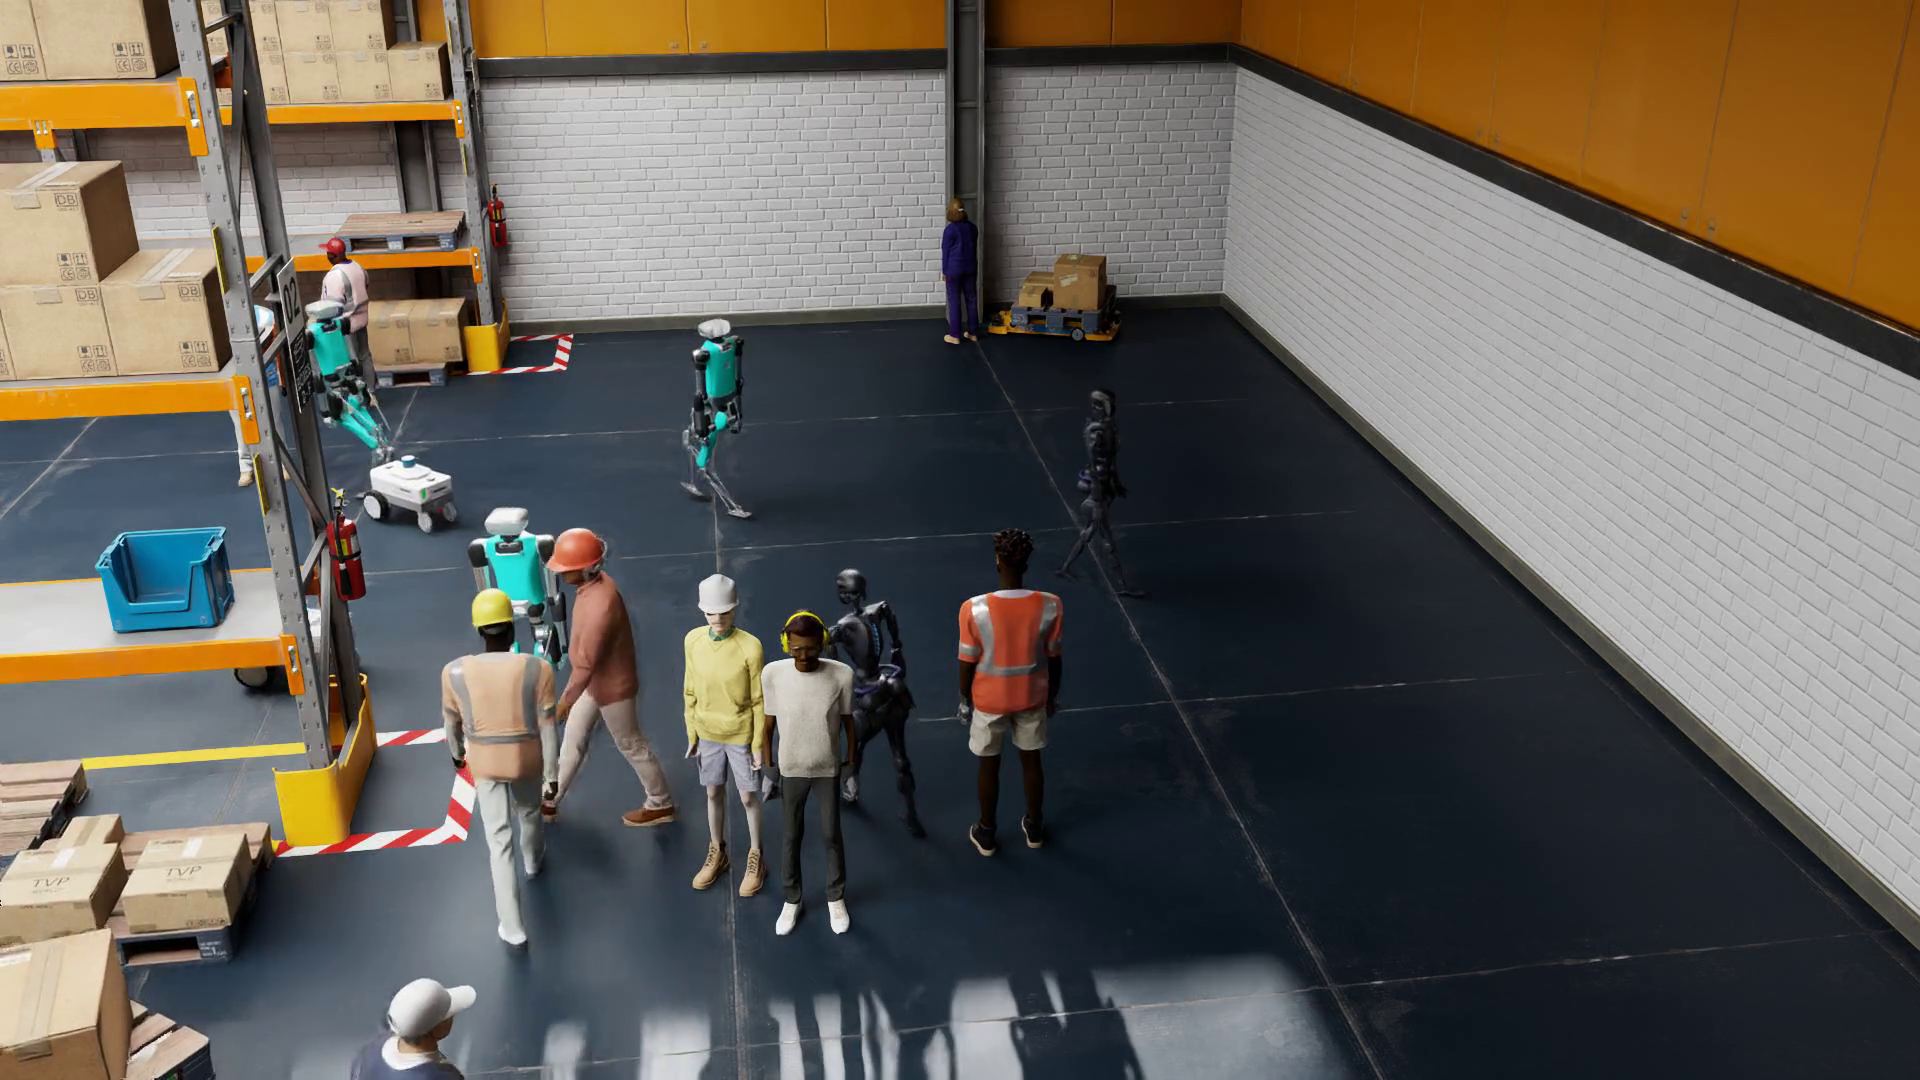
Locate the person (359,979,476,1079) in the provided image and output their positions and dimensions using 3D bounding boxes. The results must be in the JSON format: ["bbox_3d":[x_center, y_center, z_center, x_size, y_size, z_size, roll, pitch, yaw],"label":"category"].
[{"bbox_3d":[-1.955,2.365,6.175,0.762,1.747,0.483,18,30,36],"label":"person"}]

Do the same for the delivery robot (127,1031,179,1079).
[{"bbox_3d":[-3.827,2.482,7.409,0.811,0.613,0.499,-10,26,-22],"label":"delivery robot"}]

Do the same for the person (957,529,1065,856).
[{"bbox_3d":[0.281,0.864,9.335,0.610,1.958,0.378,-5,24,-11],"label":"person"}]

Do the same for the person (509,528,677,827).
[{"bbox_3d":[-2.147,0.836,9.412,1.024,1.939,0.625,-9,25,-19],"label":"person"}]

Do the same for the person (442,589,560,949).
[{"bbox_3d":[-2.396,1.162,8.780,0.602,1.860,1.035,-5,24,-10],"label":"person"}]

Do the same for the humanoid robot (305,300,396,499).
[{"bbox_3d":[-5.109,-1.101,14.159,0.781,1.842,0.553,11,26,23],"label":"humanoid robot"}]

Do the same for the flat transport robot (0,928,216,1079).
[{"bbox_3d":[-4.148,2.642,7.379,1.431,0.231,0.659,13,27,27],"label":"flat transport robot"}]

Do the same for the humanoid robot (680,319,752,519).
[{"bbox_3d":[-2.191,-1.040,14.002,1.038,1.764,0.544,16,29,33],"label":"humanoid robot"}]

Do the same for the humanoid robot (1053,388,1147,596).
[{"bbox_3d":[1.085,-0.385,12.592,0.792,1.632,0.604,10,25,21],"label":"humanoid robot"}]

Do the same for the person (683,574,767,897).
[{"bbox_3d":[-1.262,1.044,9.001,0.482,1.894,0.381,7,25,15],"label":"person"}]

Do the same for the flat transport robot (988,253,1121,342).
[{"bbox_3d":[1.094,-2.500,19.091,1.431,0.231,0.659,6,24,13],"label":"flat transport robot"}]

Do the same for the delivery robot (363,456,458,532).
[{"bbox_3d":[-4.620,-0.412,13.995,0.808,0.607,0.499,15,28,30],"label":"delivery robot"}]

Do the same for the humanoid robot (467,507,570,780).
[{"bbox_3d":[-2.641,0.707,9.973,0.559,1.733,1.002,-1,24,-2],"label":"humanoid robot"}]

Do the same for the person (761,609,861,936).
[{"bbox_3d":[-0.779,1.213,8.647,0.521,1.867,0.325,-1,24,-2],"label":"person"}]

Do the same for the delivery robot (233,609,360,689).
[{"bbox_3d":[-4.560,0.694,11.449,0.765,0.585,0.499,0,24,1],"label":"delivery robot"}]

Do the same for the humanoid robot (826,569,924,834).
[{"bbox_3d":[-0.518,0.908,9.614,0.740,1.616,0.611,21,31,39],"label":"humanoid robot"}]

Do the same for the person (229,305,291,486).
[{"bbox_3d":[-6.207,-1.380,14.584,0.623,1.844,0.431,-6,24,-13],"label":"person"}]

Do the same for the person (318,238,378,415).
[{"bbox_3d":[-6.023,-2.108,16.349,0.419,1.755,0.604,4,24,10],"label":"person"}]

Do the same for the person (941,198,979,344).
[{"bbox_3d":[-0.019,-3.008,18.583,0.444,1.614,0.386,-13,27,-28],"label":"person"}]
